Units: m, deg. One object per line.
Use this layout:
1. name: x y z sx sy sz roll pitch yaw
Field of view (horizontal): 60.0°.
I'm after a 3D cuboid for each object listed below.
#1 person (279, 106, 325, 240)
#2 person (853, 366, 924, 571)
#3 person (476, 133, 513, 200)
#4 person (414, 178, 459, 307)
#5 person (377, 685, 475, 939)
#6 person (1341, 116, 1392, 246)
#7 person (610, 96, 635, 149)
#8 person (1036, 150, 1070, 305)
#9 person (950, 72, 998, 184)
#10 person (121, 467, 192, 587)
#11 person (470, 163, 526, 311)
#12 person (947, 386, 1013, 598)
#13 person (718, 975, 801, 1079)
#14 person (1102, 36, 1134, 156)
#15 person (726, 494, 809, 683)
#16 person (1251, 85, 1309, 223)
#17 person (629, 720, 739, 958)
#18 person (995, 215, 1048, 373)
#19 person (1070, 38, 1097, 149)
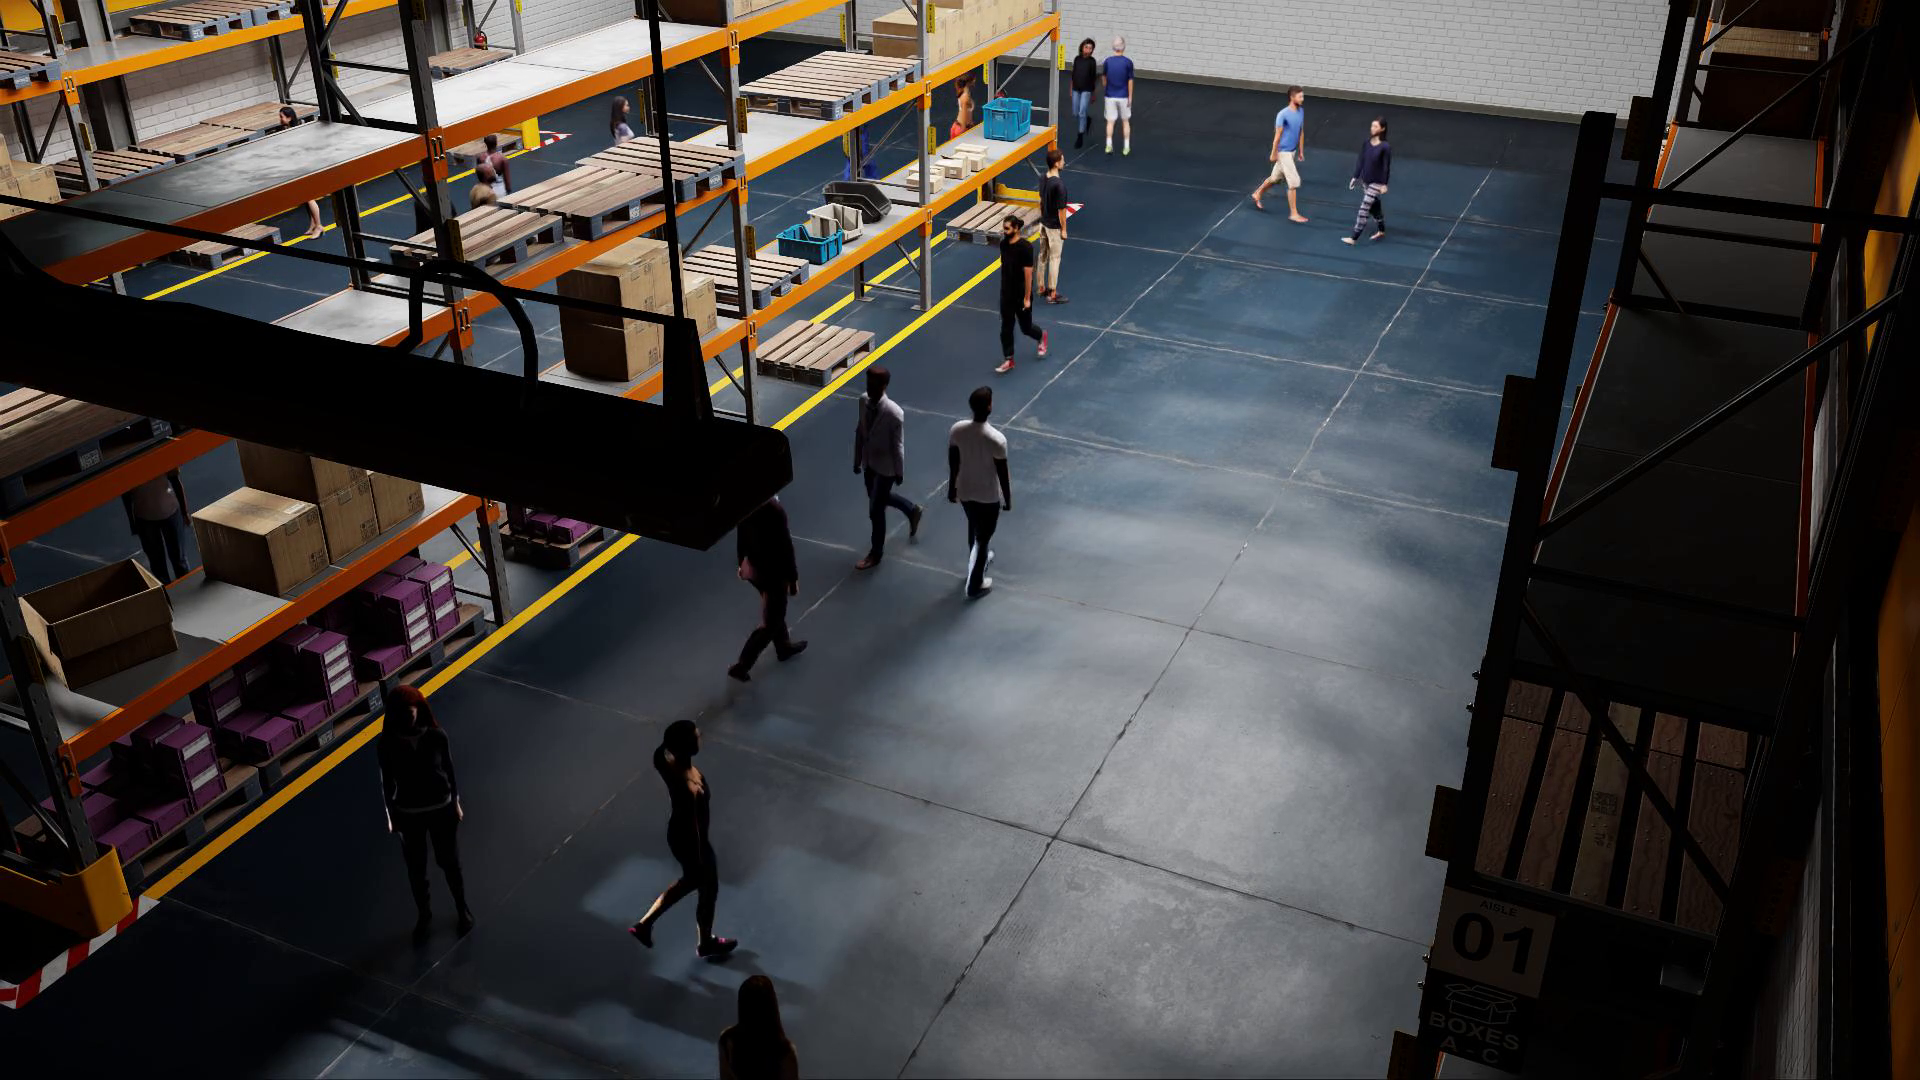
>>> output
1. person: -8.819 -4.912 22.230 0.803 1.769 0.777 -18 33 -29
2. person: -0.612 -0.672 14.399 1.213 1.825 0.986 -22 35 -34
3. person: -5.880 -4.247 21.012 0.780 1.768 0.989 2 29 4
4. person: -6.070 -3.349 19.377 0.711 1.757 1.175 9 30 16
5. person: -3.278 1.651 10.187 0.654 1.780 0.702 -8 30 -15
6. person: 5.530 -4.753 22.025 1.143 1.686 0.996 -15 32 -25
7. person: -4.626 -5.255 22.923 0.719 1.707 0.677 -13 31 -22
8. person: 1.109 -3.799 20.098 0.737 1.857 0.725 -16 32 -26
9. person: -0.060 -5.834 23.965 1.194 1.726 1.136 -10 30 -18
10. person: -6.565 -0.189 13.620 0.699 1.723 0.756 -10 30 -17
11. person: -5.588 -3.521 19.644 1.099 1.804 0.985 -18 33 -30
12. person: 0.112 -0.368 13.822 0.757 1.843 0.924 18 33 29
13. person: -0.974 2.838 8.089 0.620 1.706 0.599 7 29 13
14. person: 2.404 -6.825 25.694 0.748 1.811 0.881 8 30 15
15. person: -1.524 0.268 12.665 0.925 1.835 1.234 20 34 32
16. person: 4.430 -5.373 23.020 1.306 1.822 1.015 -25 37 -38
17. person: -1.705 1.837 9.926 0.964 1.704 0.887 -10 30 -18
18. person: 0.672 -2.716 18.244 0.804 1.732 1.081 21 35 34
19. person: 1.968 -7.077 26.309 0.571 1.665 0.941 13 31 22
